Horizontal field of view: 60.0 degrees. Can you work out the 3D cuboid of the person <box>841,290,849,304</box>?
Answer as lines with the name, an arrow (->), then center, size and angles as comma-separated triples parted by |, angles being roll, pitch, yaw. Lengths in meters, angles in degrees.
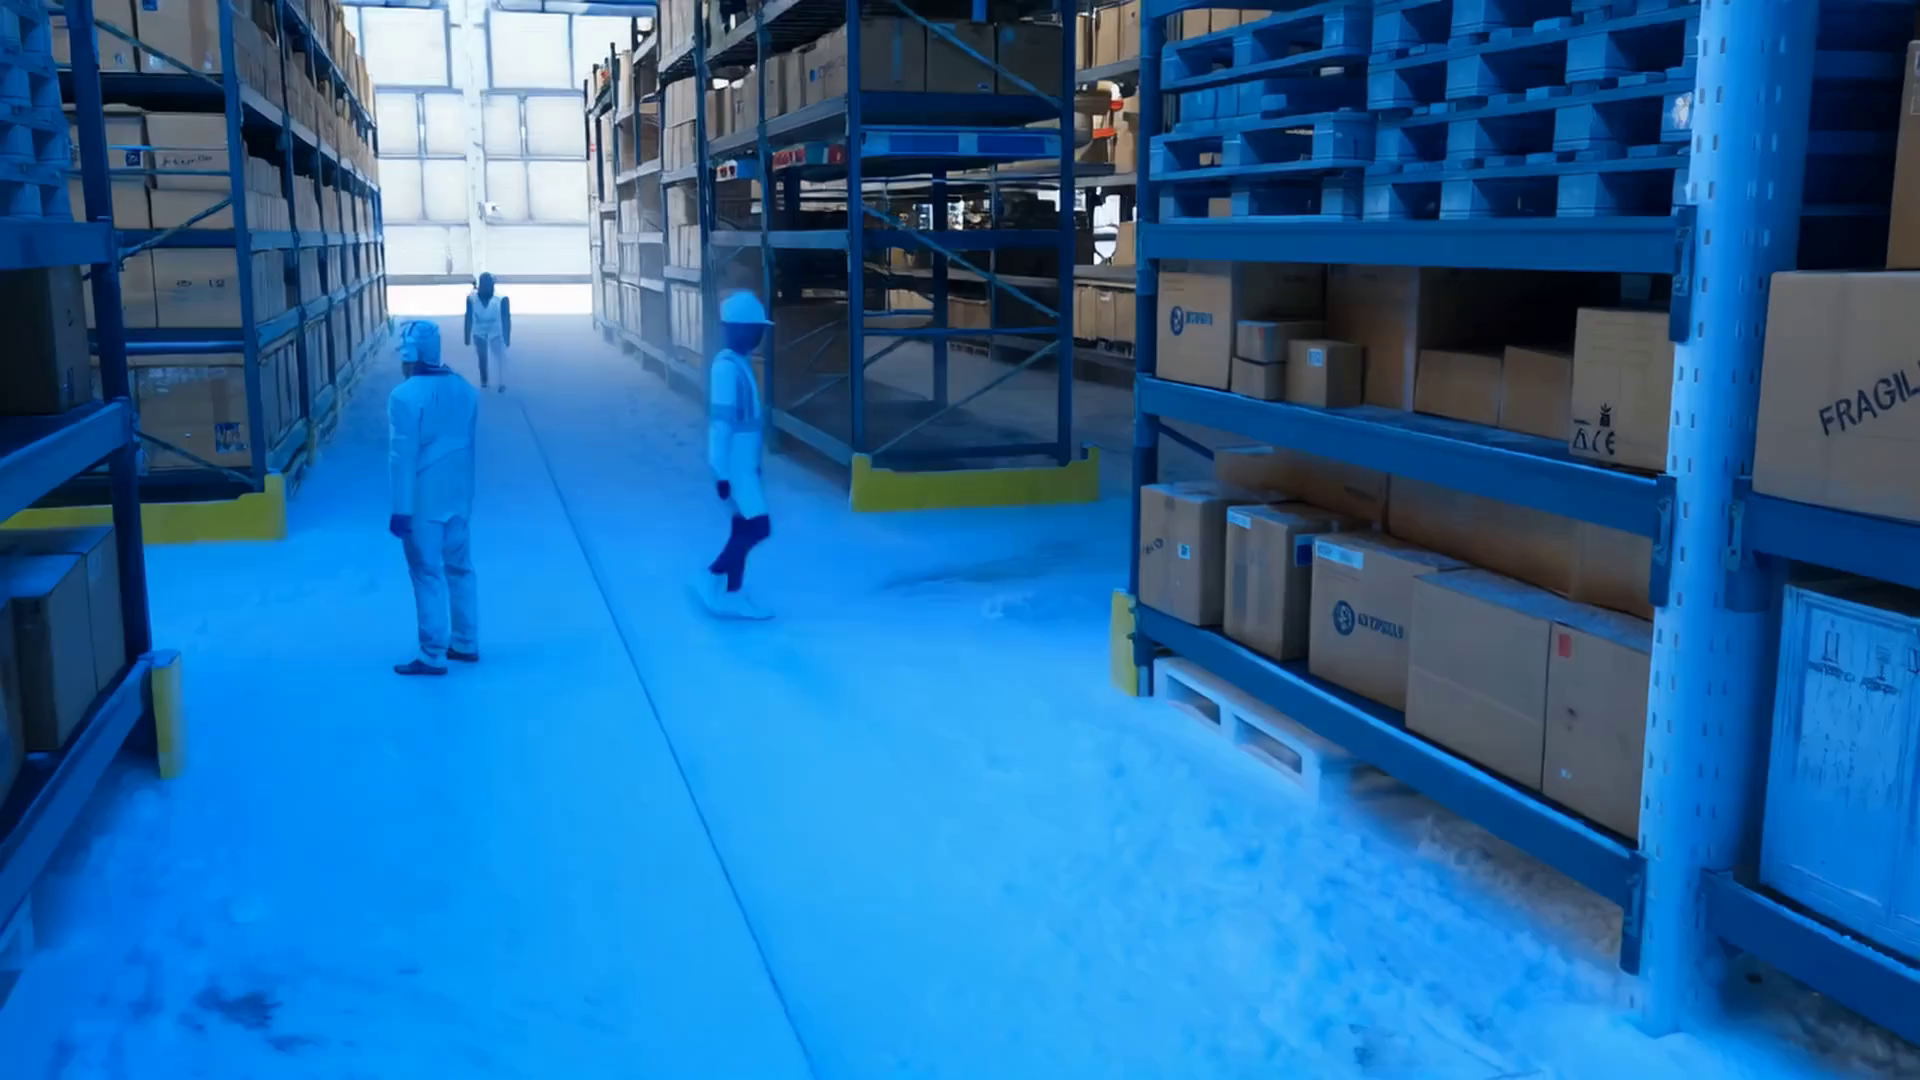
person -> -2.868, -6.543, 44.035 | 0.573, 1.747, 0.337 | 4, 11, 22

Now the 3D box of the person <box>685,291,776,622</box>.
person -> -1.345, -0.480, 10.052 | 0.467, 2.029, 0.606 | -1, 10, -5

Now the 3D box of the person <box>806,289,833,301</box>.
person -> -2.713, -4.343, 32.033 | 0.531, 1.742, 0.795 | -1, 10, -5

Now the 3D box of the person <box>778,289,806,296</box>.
person -> -3.577, -5.077, 35.366 | 0.635, 1.981, 0.562 | -4, 11, -22

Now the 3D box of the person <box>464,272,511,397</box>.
person -> -6.974, -3.015, 24.509 | 0.643, 1.827, 0.564 | 0, 10, 0

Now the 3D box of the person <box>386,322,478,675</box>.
person -> -2.872, -0.226, 9.008 | 0.399, 1.900, 0.643 | 3, 11, 18
